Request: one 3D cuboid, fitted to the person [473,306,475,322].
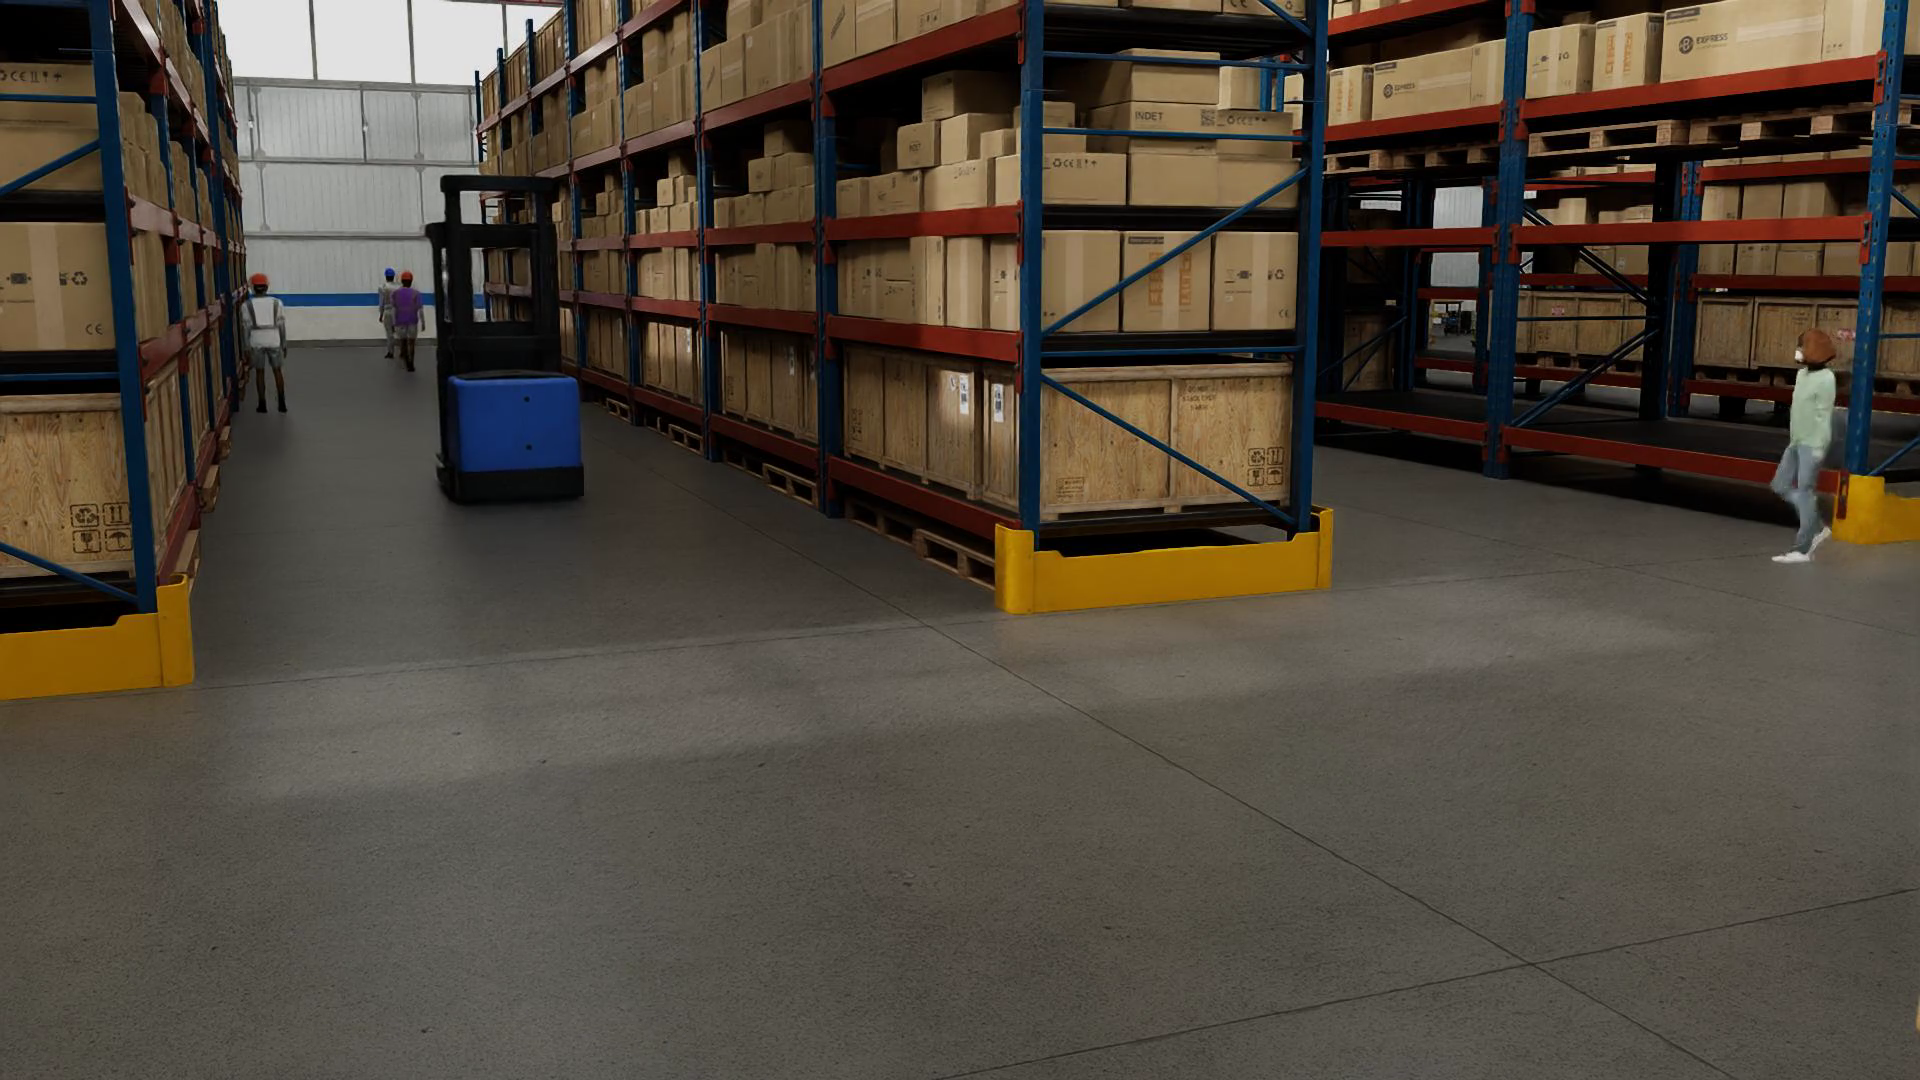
[{"bbox_3d":[-10.844,-4.891,36.479,0.530,1.772,0.302,6,11,32],"label":"person"}]

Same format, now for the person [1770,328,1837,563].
[{"bbox_3d":[5.812,-0.640,11.428,0.362,1.621,0.517,1,10,5],"label":"person"}]

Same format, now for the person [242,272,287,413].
[{"bbox_3d":[-9.596,-2.718,22.966,0.552,1.935,0.374,-6,11,-30],"label":"person"}]

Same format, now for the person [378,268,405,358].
[{"bbox_3d":[-12.282,-4.899,35.989,0.604,1.949,0.389,-9,13,-43],"label":"person"}]

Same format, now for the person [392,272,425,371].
[{"bbox_3d":[-10.580,-4.194,31.954,0.579,1.884,0.991,-1,10,-8],"label":"person"}]

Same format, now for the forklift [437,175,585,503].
[{"bbox_3d":[-4.063,-1.828,14.810,1.129,2.768,1.873,-4,10,-22],"label":"forklift"}]

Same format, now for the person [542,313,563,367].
[{"bbox_3d":[-4.698,-1.871,18.832,0.586,1.623,0.320,7,12,37],"label":"person"}]
